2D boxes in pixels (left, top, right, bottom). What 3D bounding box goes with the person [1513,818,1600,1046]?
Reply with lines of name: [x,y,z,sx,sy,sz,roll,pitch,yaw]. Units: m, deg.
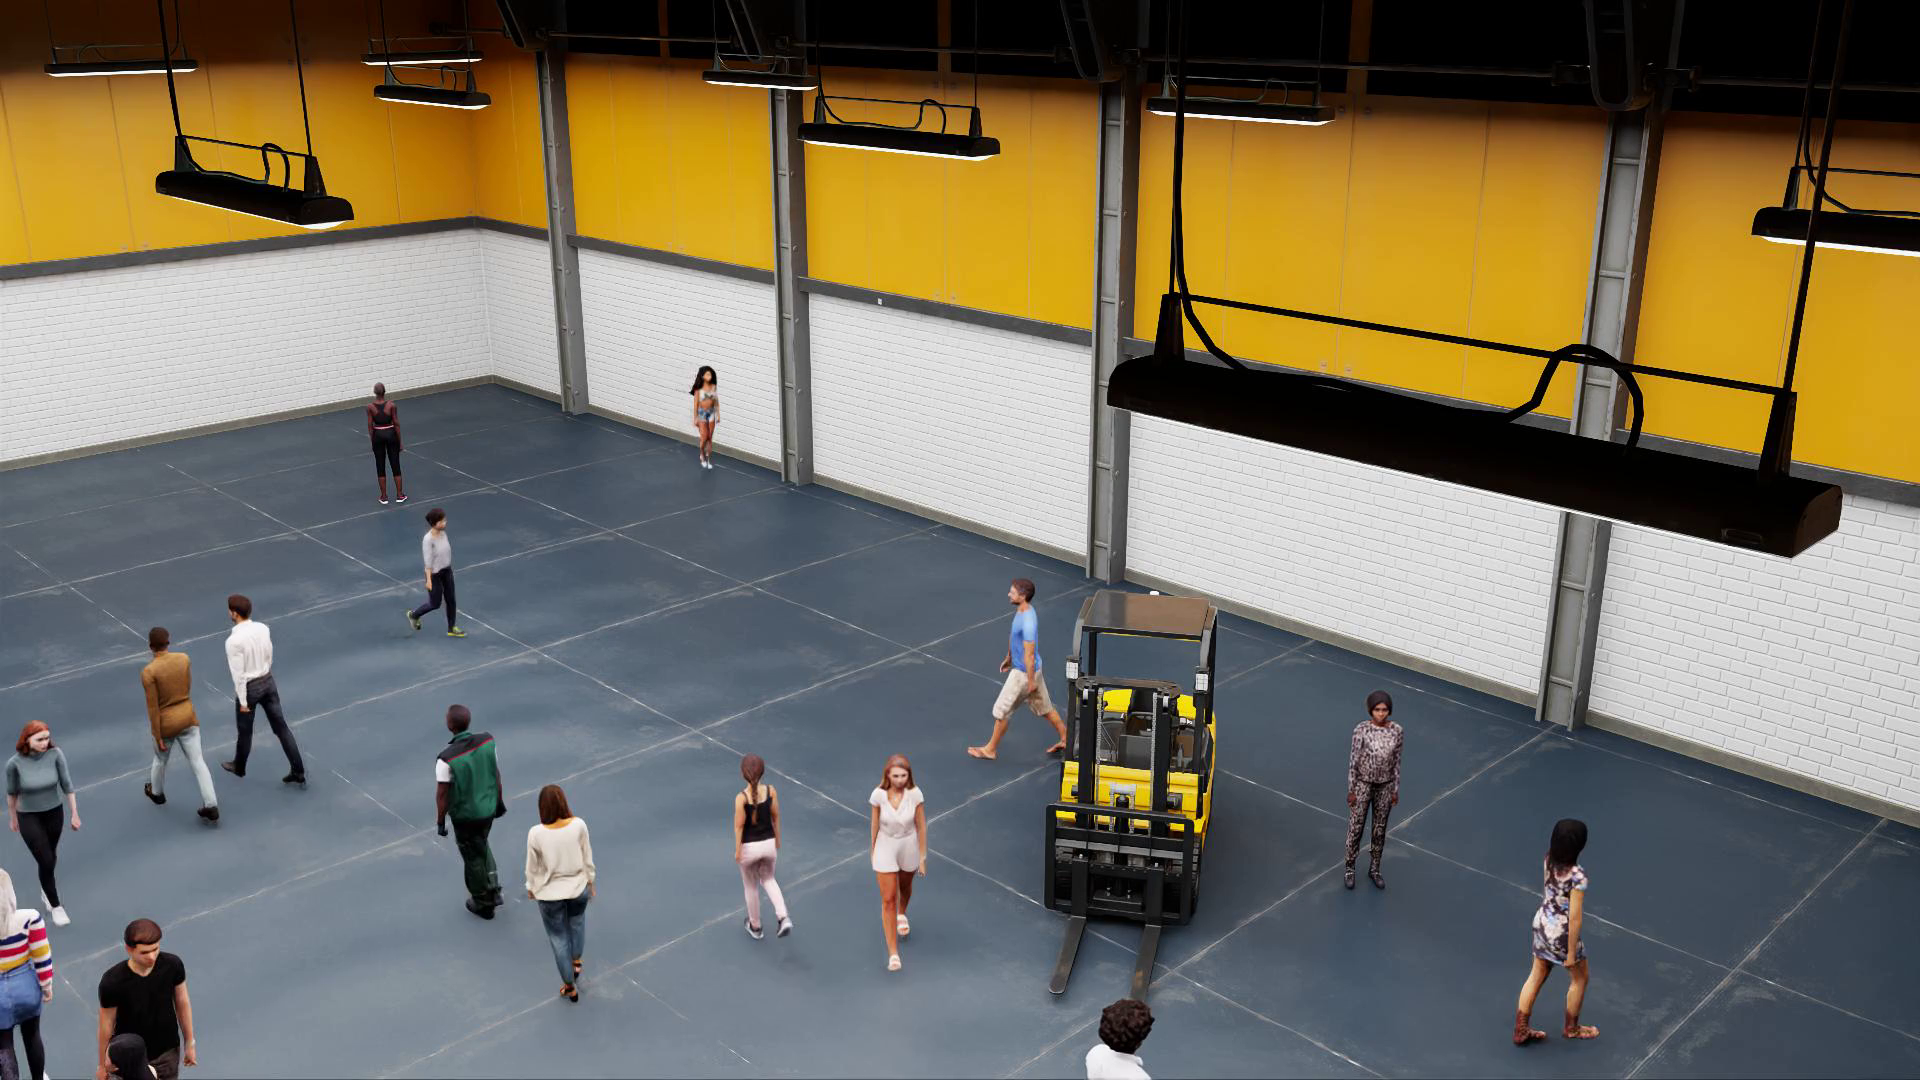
person: [4.033,2.730,11.436,0.916,1.711,0.910,-6,20,-17]

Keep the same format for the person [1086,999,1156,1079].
person: [0.876,3.386,9.338,0.674,1.807,0.485,-17,25,-40]

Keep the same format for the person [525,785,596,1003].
person: [-2.841,2.573,11.973,0.771,1.666,0.841,-8,20,-22]

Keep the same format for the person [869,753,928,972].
person: [-0.471,2.356,12.659,1.042,1.641,1.176,-2,19,-6]

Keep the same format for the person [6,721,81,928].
person: [-7.255,2.184,13.080,0.600,1.698,0.874,-13,23,-34]

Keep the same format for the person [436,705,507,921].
person: [-3.747,2.152,12.965,0.690,1.832,0.743,14,23,35]

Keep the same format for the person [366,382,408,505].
person: [-8.156,-1.388,23.596,0.660,1.754,0.674,-5,19,-16]

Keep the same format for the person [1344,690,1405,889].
person: [3.364,2.024,13.530,0.673,1.714,0.735,0,19,1]

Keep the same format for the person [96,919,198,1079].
person: [-5.006,3.089,10.179,0.740,1.833,0.795,-17,25,-40]

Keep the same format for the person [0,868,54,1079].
person: [-6.090,2.954,10.649,0.844,1.790,1.084,-9,21,-25]

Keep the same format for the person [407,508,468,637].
person: [-5.936,0.378,18.703,0.955,1.531,0.818,4,19,12]

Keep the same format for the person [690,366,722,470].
person: [-3.896,-1.859,25.219,0.590,1.612,0.610,-16,24,-40]

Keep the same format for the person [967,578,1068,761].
person: [0.718,1.243,15.687,1.309,1.817,1.171,1,19,4]

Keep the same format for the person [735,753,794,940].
person: [-1.516,2.389,12.703,0.626,1.549,0.829,-11,22,-30]

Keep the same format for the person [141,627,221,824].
person: [-6.796,1.656,14.558,1.217,1.755,0.694,13,23,34]

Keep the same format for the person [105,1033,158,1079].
person: [-4.462,3.472,9.136,0.864,1.773,0.792,-2,19,-7]

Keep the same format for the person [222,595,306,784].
person: [-6.341,1.409,15.167,1.264,1.833,0.916,9,21,26]
